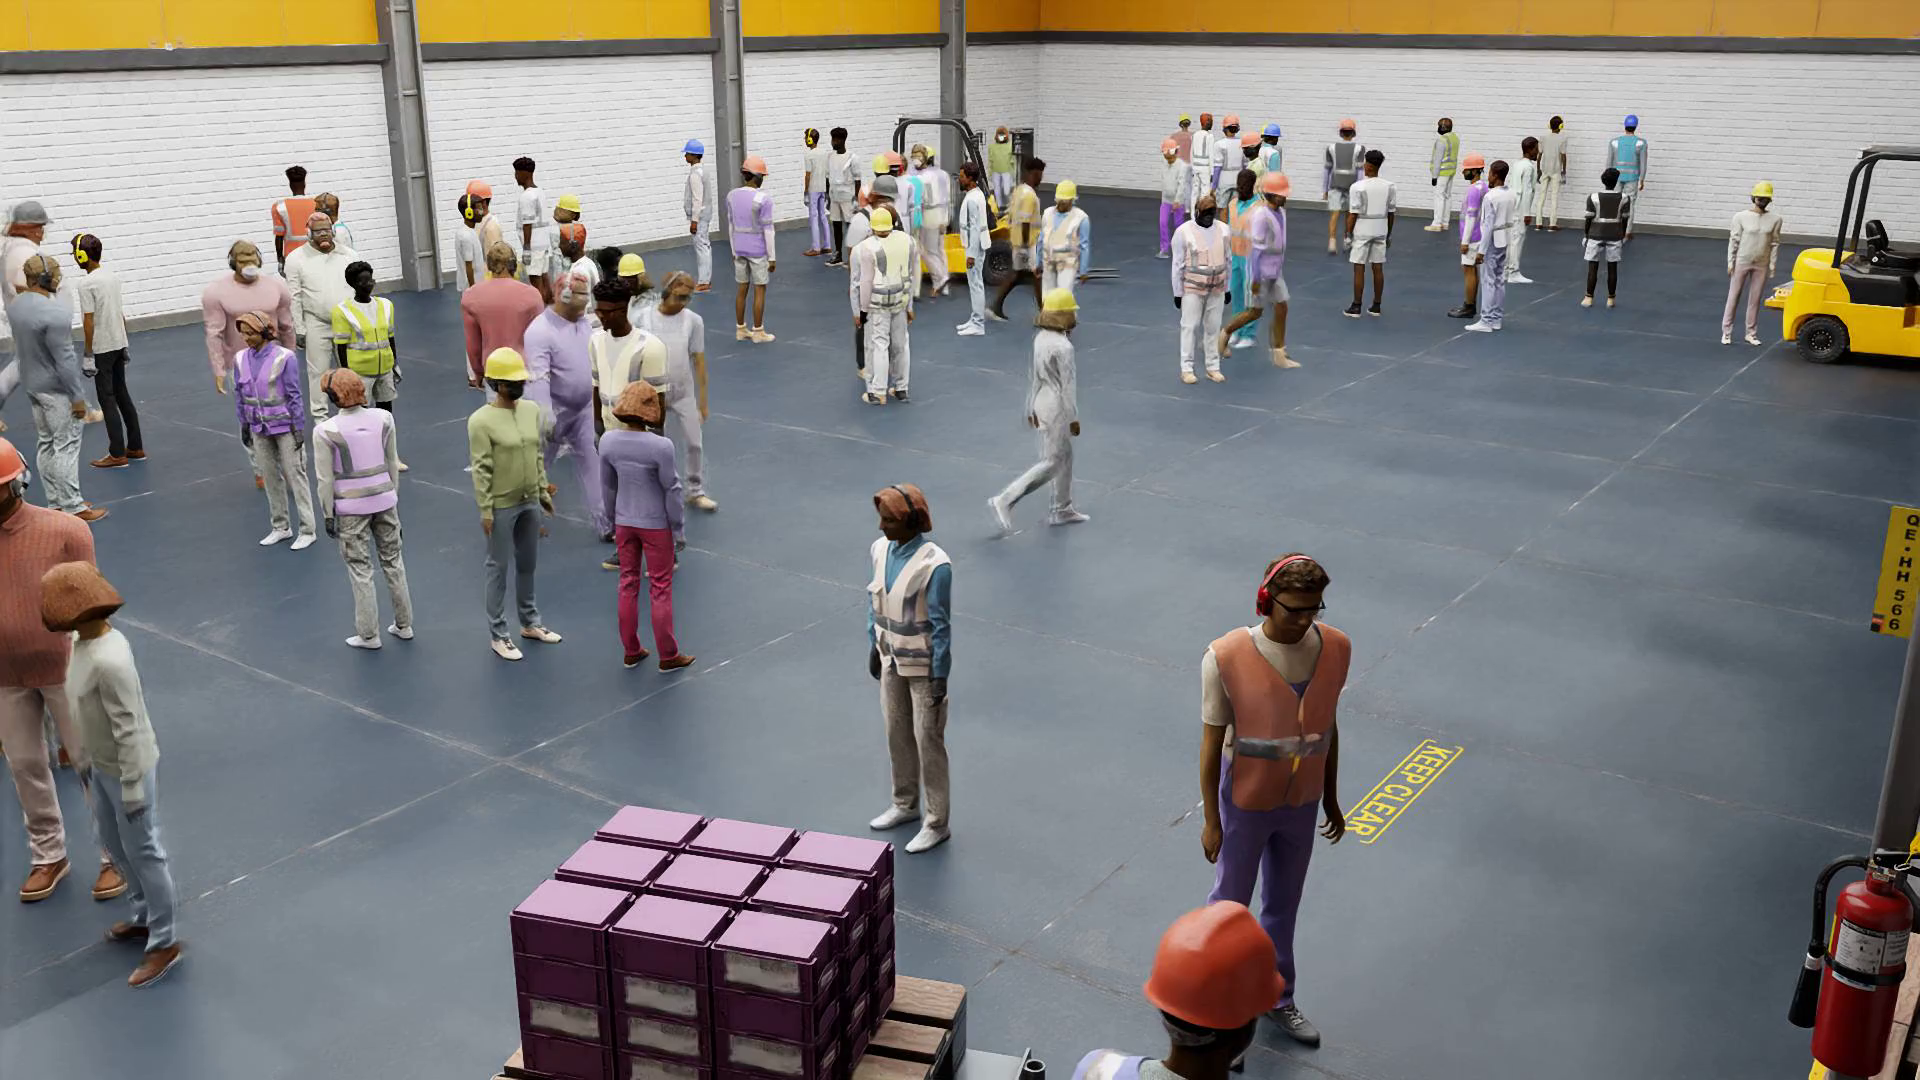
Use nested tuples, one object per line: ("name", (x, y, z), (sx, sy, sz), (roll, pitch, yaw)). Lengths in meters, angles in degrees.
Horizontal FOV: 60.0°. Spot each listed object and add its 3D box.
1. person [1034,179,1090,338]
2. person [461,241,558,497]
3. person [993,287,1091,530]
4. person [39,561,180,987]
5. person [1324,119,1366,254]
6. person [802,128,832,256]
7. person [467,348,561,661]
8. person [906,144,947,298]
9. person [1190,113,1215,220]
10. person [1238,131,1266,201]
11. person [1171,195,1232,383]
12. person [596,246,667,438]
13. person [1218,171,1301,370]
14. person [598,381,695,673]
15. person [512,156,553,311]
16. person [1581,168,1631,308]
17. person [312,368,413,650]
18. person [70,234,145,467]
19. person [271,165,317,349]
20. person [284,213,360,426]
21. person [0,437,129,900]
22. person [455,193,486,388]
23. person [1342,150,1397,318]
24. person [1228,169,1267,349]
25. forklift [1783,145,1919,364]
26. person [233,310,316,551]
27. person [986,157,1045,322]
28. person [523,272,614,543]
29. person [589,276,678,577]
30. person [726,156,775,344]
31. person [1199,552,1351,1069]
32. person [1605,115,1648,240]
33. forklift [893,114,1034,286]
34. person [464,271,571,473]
("person", (1.098, -2.986, 17.966), (0.620, 1.805, 0.711), (13, 22, 34))
("person", (-3.316, -1.232, 12.284), (0.627, 1.934, 0.371), (2, 18, 6))
("person", (0.586, -0.898, 11.585), (0.710, 1.718, 0.486), (-5, 18, -14))
("person", (-3.164, 0.870, 6.231), (0.303, 1.615, 0.565), (-15, 23, -39))
("person", (5.739, -5.292, 24.925), (0.612, 1.985, 1.067), (7, 19, 20))
("person", (-2.131, -5.153, 24.667), (0.312, 1.861, 0.518), (11, 21, 32))
("person", (-2.504, -0.212, 9.362), (0.328, 1.763, 0.530), (10, 20, 29))
("person", (-0.472, -4.048, 21.110), (0.637, 1.926, 0.367), (6, 19, 19))
("person", (4.070, -6.156, 27.766), (0.352, 1.883, 0.580), (-10, 20, -29))
("person", (3.777, -4.287, 21.680), (0.392, 2.034, 0.605), (3, 18, 8))
("person", (2.365, -2.445, 16.252), (0.639, 1.830, 0.429), (-6, 19, -19))
("person", (-2.952, -1.656, 14.063), (0.808, 1.658, 0.535), (6, 19, 18))
("person", (3.041, -2.747, 16.929), (0.908, 2.010, 0.618), (13, 22, 34))
("person", (-1.729, -0.070, 9.135), (0.498, 1.633, 0.279), (8, 19, 23))
("person", (-4.849, -3.367, 18.931), (0.378, 1.958, 0.599), (0, 18, 0))
("person", (7.891, -3.693, 20.360), (0.535, 1.699, 0.321), (4, 18, 11))
("person", (-3.403, -0.175, 9.479), (0.324, 1.630, 0.506), (14, 23, 38))
("person", (-6.834, -1.508, 13.285), (0.344, 1.856, 0.525), (1, 18, 4))
("person", (-7.030, -3.031, 17.886), (0.609, 1.954, 0.387), (-8, 19, -23))
("person", (-5.363, -1.828, 14.190), (0.638, 1.910, 0.407), (-13, 22, -34))
("person", (-3.747, 0.525, 6.720), (0.626, 1.980, 0.410), (-2, 18, -6))
("person", (-4.686, -2.401, 16.062), (0.325, 1.862, 0.511), (-5, 19, -16))
("person", (4.834, -3.624, 19.725), (0.642, 1.960, 0.371), (-5, 18, -15))
("person", (3.086, -3.036, 17.959), (0.377, 1.917, 0.597), (-12, 21, -32))
("forklift", (9.803, -2.879, 17.013), (2.313, 2.155, 1.214), (12, 21, 33))
("person", (-4.645, -0.746, 11.254), (0.523, 1.631, 0.324), (5, 18, 16))
("person", (0.741, -3.477, 19.349), (0.854, 1.927, 0.625), (-3, 18, -8))
("person", (-2.686, -0.882, 11.324), (0.992, 1.846, 0.726), (11, 21, 31))
("person", (-2.115, -0.716, 10.648), (0.618, 1.954, 0.401), (11, 21, 30))
("person", (-2.242, -3.150, 18.140), (0.612, 2.029, 0.409), (11, 21, 32))
("person", (1.067, 0.909, 5.743), (0.562, 1.838, 0.390), (-8, 19, -23))
("person", (10.532, -5.729, 26.328), (0.614, 1.945, 0.394), (10, 20, 28))
("forklift", (-0.171, -4.594, 22.377), (2.313, 2.155, 1.214), (1, 18, 3))
("person", (-3.526, -1.400, 13.209), (0.894, 1.680, 0.509), (-10, 20, -28))
